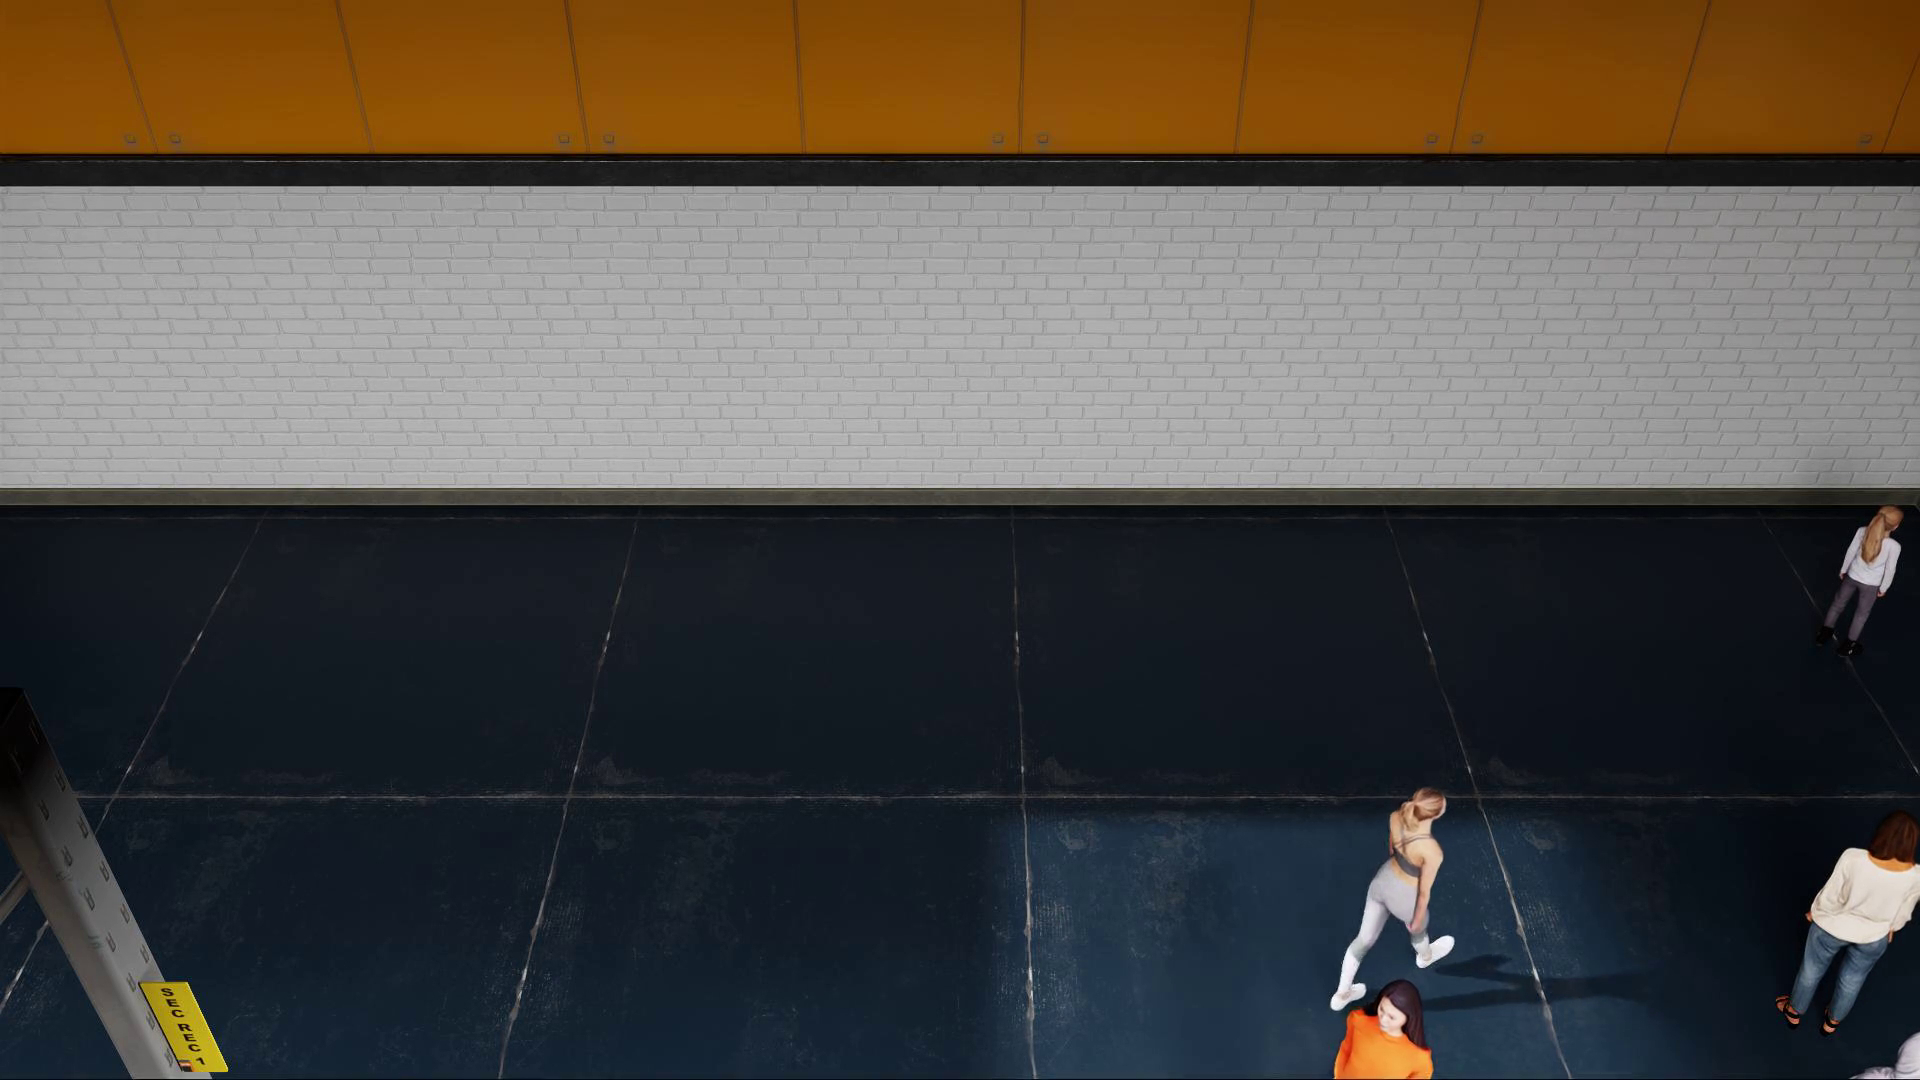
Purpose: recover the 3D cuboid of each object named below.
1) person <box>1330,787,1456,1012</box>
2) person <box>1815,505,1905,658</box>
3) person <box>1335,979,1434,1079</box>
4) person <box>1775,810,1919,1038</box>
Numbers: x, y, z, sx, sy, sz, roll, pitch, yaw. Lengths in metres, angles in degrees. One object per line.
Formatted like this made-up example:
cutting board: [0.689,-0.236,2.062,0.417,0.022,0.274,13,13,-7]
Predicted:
person: [2.367,2.013,9.235,1.028,1.657,1.112,-21,43,-25]
person: [6.361,0.274,11.716,0.641,1.279,0.570,-25,45,-28]
person: [2.051,2.753,8.236,0.701,1.748,0.758,30,48,32]
person: [4.880,2.111,9.097,0.689,1.677,0.662,13,40,16]
